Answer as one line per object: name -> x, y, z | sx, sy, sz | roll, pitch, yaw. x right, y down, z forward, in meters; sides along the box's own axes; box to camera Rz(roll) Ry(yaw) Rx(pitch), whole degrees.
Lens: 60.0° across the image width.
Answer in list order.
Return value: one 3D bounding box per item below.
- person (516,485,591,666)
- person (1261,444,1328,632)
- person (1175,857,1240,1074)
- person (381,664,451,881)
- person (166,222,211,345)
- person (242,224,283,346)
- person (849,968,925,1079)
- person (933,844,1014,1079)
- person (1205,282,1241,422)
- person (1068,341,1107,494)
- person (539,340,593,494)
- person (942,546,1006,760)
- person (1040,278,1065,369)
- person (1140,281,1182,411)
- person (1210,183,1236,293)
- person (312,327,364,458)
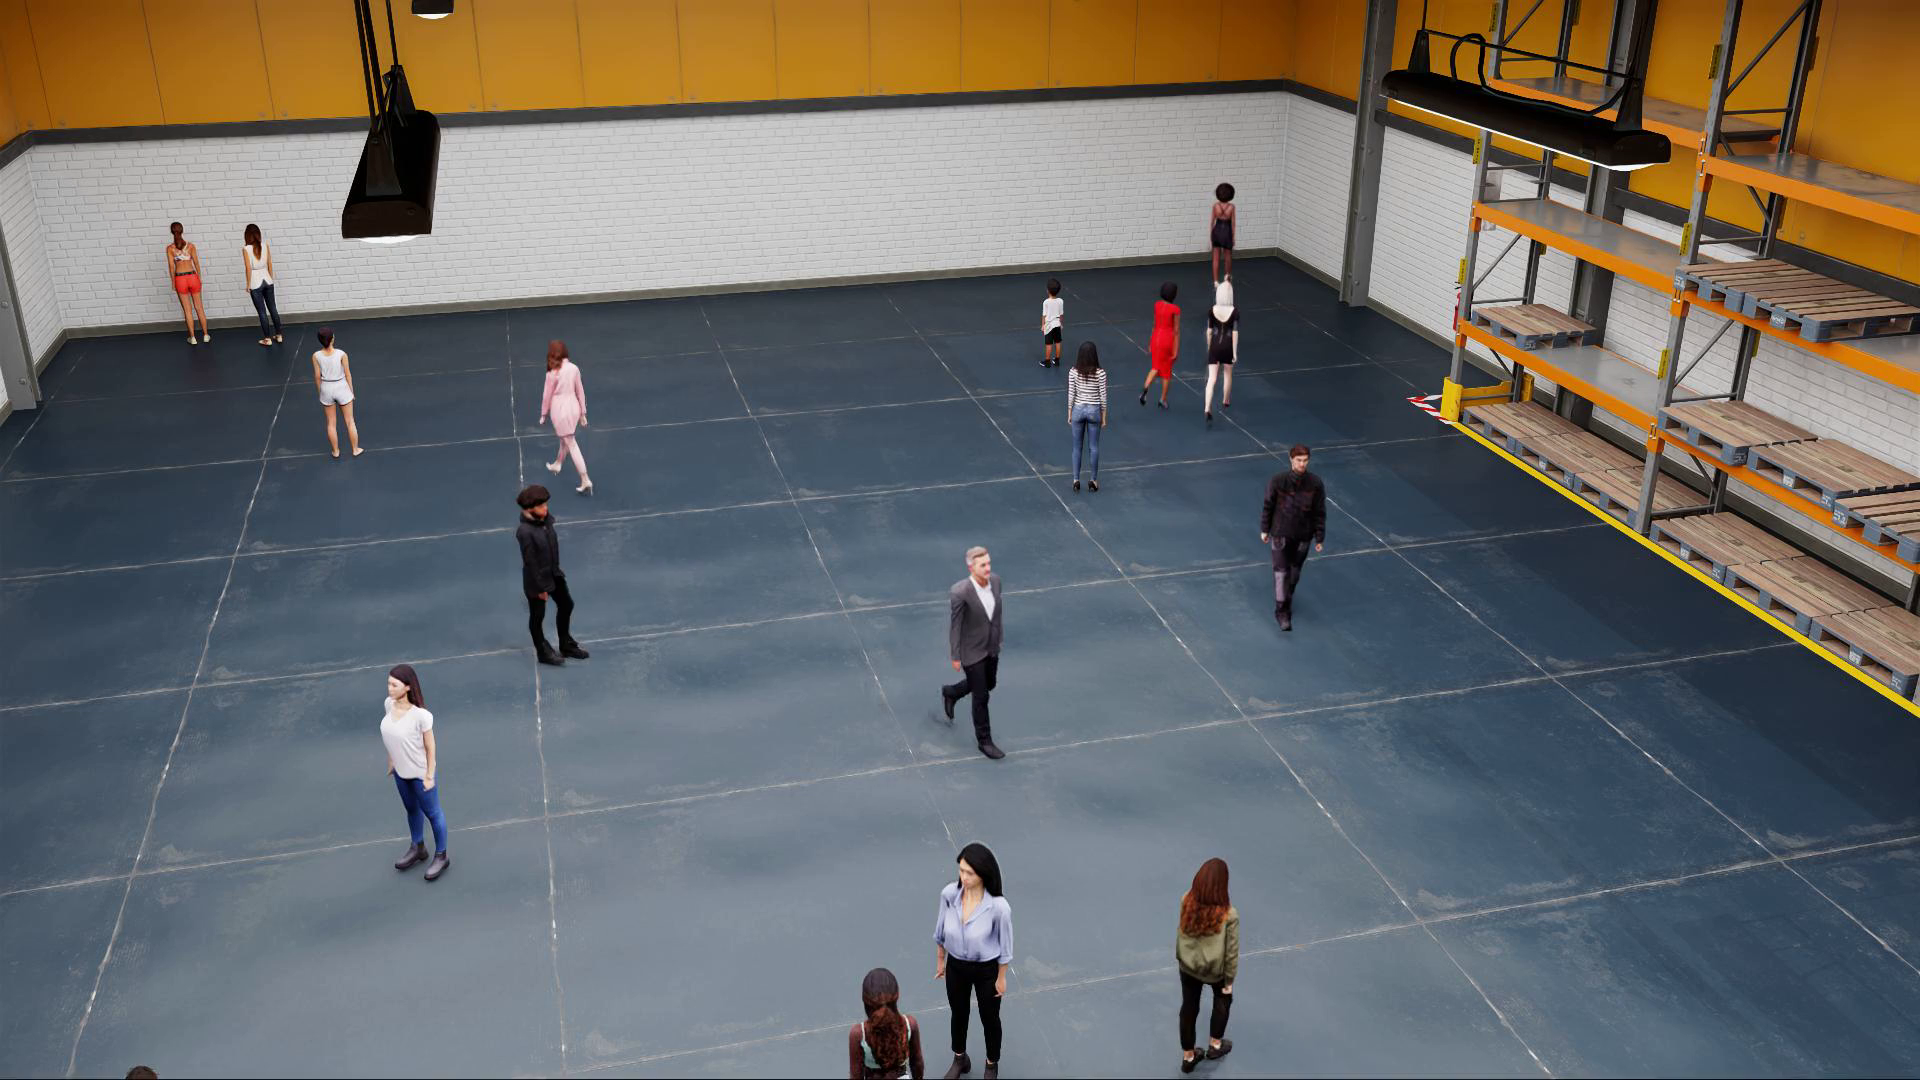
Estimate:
person -> -3.861, 0.317, 15.112 | 0.886, 1.760, 0.824 | 9, 25, 21
person -> 3.177, -0.082, 15.975 | 0.941, 1.800, 1.225 | 0, 24, 1
person -> 1.457, 2.641, 10.167 | 0.728, 1.463, 0.789 | 13, 27, 27
person -> -3.964, 1.675, 12.099 | 0.672, 1.685, 0.729 | 13, 27, 27
person -> -11.364, -3.779, 24.446 | 0.648, 1.789, 0.633 | -15, 28, -31
person -> -10.242, -3.750, 24.385 | 0.724, 1.785, 0.685 | 16, 28, 32
person -> -0.377, 3.097, 8.844 | 0.660, 1.686, 1.158 | -3, 24, -6
person -> 0.093, 2.575, 9.967 | 0.730, 1.743, 0.768 | 11, 26, 23
person -> 3.299, -2.359, 21.202 | 1.036, 1.785, 1.224 | 8, 25, 18
person -> 1.444, -1.402, 18.999 | 0.641, 1.797, 0.622 | 4, 24, 10
person -> -4.431, -1.352, 18.942 | 1.182, 1.750, 1.030 | 18, 29, 35
person -> 0.098, 0.873, 13.769 | 1.049, 1.817, 1.220 | -22, 32, -40
person -> 1.308, -3.065, 23.472 | 0.524, 1.261, 0.541 | -11, 26, -23
person -> 2.578, -2.476, 21.542 | 0.884, 1.729, 0.901 | 20, 30, 38
person -> 4.233, -4.850, 26.935 | 0.915, 1.759, 1.090 | 7, 25, 15
person -> -7.562, -1.789, 20.121 | 0.575, 1.608, 0.522 | -5, 24, -10
